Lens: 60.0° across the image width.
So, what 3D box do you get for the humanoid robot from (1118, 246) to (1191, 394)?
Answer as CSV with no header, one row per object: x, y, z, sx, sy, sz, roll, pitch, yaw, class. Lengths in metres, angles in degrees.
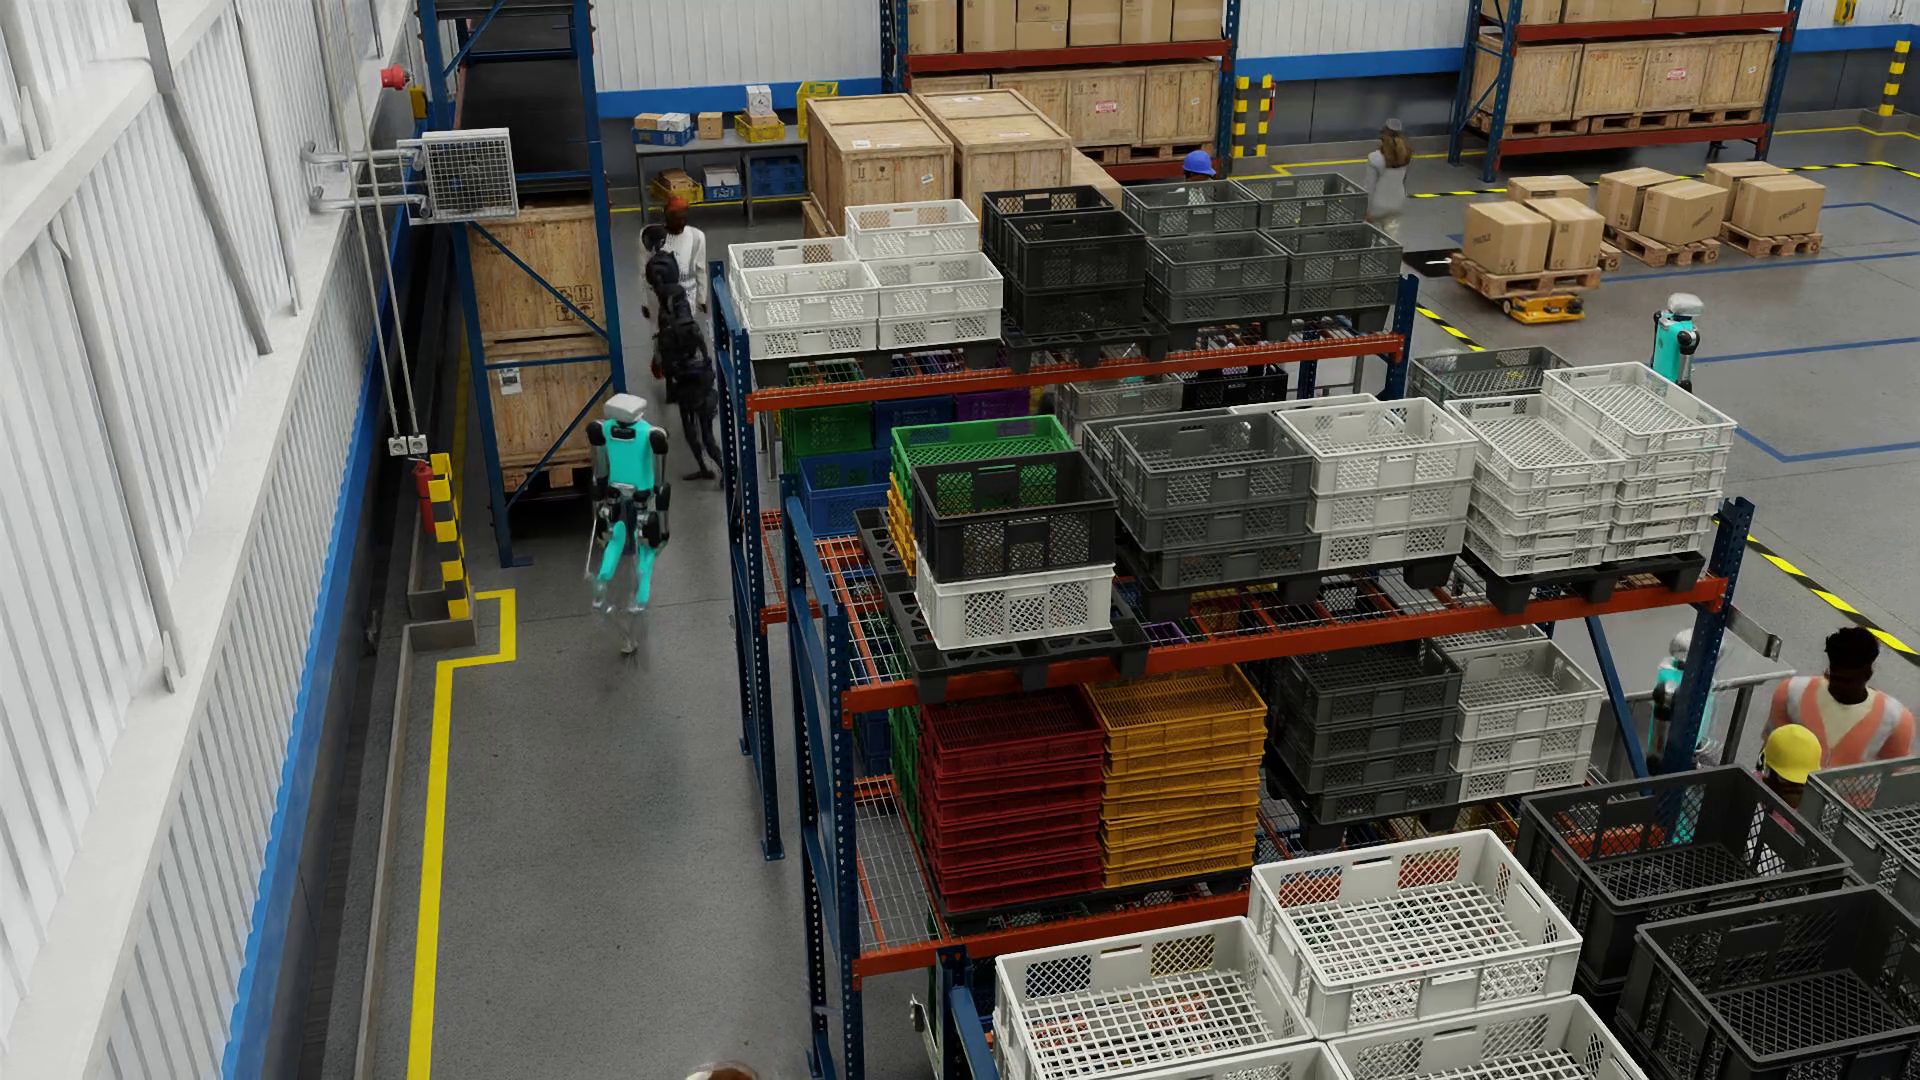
1.449,-1.490,13.155,0.735,1.677,0.533,-11,30,-19,humanoid robot

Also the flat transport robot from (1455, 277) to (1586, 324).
5.661,-2.536,16.827,0.652,0.197,1.431,-6,28,-12,flat transport robot

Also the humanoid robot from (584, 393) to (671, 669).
-2.132,0.064,10.469,0.543,1.902,0.716,7,29,13,humanoid robot

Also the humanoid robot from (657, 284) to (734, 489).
-2.041,-1.193,12.799,0.613,1.635,0.414,22,35,35,humanoid robot

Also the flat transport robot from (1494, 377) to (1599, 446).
4.780,-1.036,14.013,0.659,0.231,1.431,-6,28,-12,flat transport robot

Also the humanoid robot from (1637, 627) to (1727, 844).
3.577,1.330,8.004,0.730,1.840,0.549,21,34,34,humanoid robot

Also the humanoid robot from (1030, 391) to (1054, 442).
0.594,-0.184,10.890,0.592,1.639,0.404,-11,30,-19,humanoid robot

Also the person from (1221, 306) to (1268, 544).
1.979,-0.764,11.595,0.392,2.041,0.610,17,32,28,person

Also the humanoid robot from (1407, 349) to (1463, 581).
3.084,-0.540,11.492,1.004,1.738,0.539,24,36,38,humanoid robot

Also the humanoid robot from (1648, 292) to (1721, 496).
5.390,-1.004,12.234,0.735,1.676,0.533,-2,28,-3,humanoid robot

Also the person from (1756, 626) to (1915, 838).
4.086,1.249,7.881,0.647,1.949,0.448,18,33,30,person

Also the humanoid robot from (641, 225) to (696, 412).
-2.413,-1.880,14.122,0.451,1.637,0.590,-1,28,-2,humanoid robot

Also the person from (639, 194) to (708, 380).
-2.483,-2.117,14.362,0.598,1.852,0.639,-10,30,-19,person

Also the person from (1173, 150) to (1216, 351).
2.076,-2.591,15.178,0.406,1.939,0.601,12,30,21,person

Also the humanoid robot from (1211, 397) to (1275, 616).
1.950,-0.224,10.975,0.511,1.645,0.610,-6,28,-11,humanoid robot

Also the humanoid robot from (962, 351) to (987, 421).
-0.056,-0.576,11.420,0.735,1.677,0.533,23,35,36,humanoid robot

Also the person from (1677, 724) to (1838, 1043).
3.489,1.592,7.347,0.586,1.834,0.404,1,28,2,person

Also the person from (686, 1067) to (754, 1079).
-0.734,2.450,5.769,0.650,1.790,0.739,19,33,31,person

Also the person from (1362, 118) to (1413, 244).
4.268,-3.432,16.962,0.599,1.750,0.583,-13,30,-23,person
